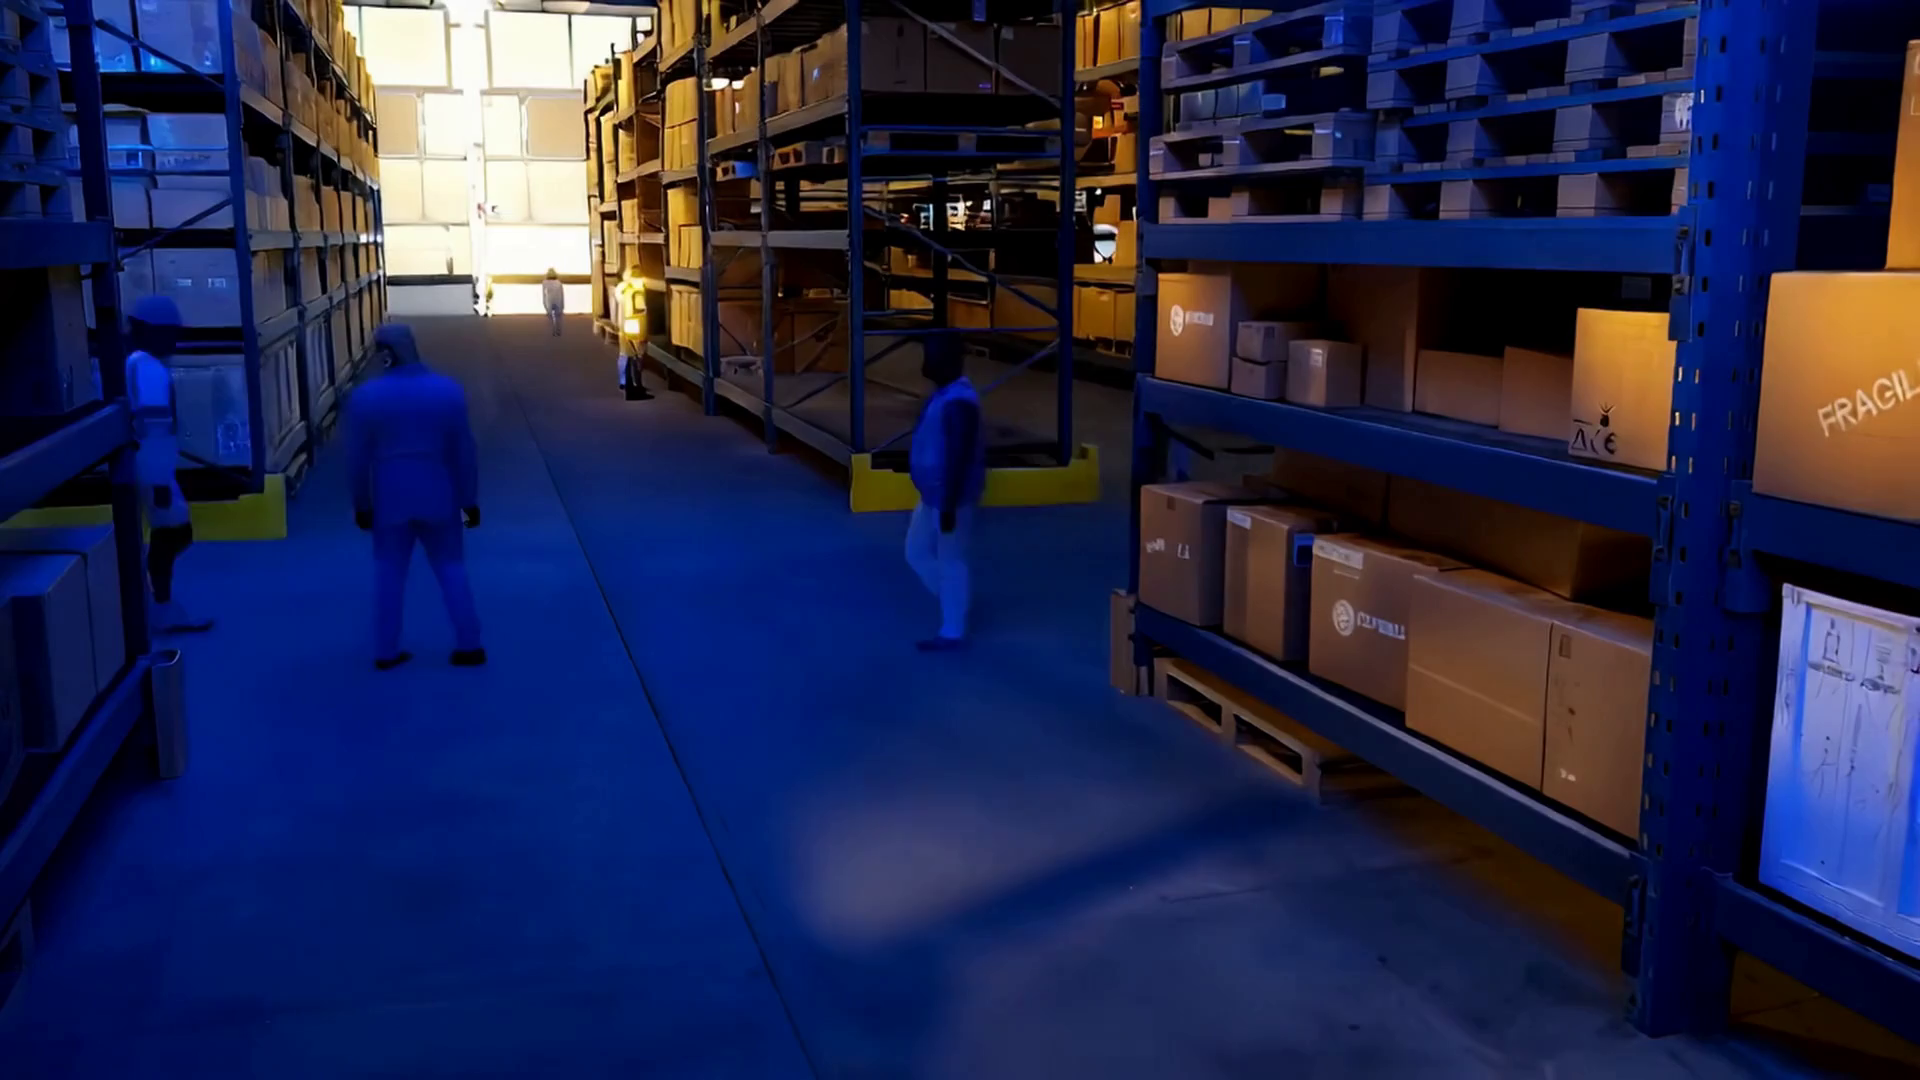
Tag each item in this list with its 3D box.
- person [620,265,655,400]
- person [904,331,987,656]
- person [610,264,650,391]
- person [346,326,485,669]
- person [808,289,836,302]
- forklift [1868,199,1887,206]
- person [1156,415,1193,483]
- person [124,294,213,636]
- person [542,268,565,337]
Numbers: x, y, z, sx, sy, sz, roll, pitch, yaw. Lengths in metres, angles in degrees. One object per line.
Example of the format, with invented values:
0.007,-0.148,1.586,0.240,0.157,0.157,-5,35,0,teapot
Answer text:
-4.662,-2.983,24.002,0.355,1.939,0.552,-9,13,-39,person
-0.080,-0.248,9.301,0.447,1.832,0.651,-2,11,-11,person
-5.013,-3.218,25.289,0.635,1.938,0.359,6,12,29,person
-2.952,-0.216,9.027,0.686,1.886,0.488,-3,11,-15,person
-3.216,-5.616,38.751,0.662,1.822,0.507,-1,10,-6,person
11.338,-2.915,21.052,1.129,2.768,1.873,-3,11,-17,forklift
2.048,-1.483,15.967,0.645,1.875,0.868,1,10,6,person
-4.739,-0.413,9.683,0.596,2.022,0.632,-7,13,-35,person
-9.607,-5.611,39.301,0.541,1.599,0.807,-2,11,-11,person
